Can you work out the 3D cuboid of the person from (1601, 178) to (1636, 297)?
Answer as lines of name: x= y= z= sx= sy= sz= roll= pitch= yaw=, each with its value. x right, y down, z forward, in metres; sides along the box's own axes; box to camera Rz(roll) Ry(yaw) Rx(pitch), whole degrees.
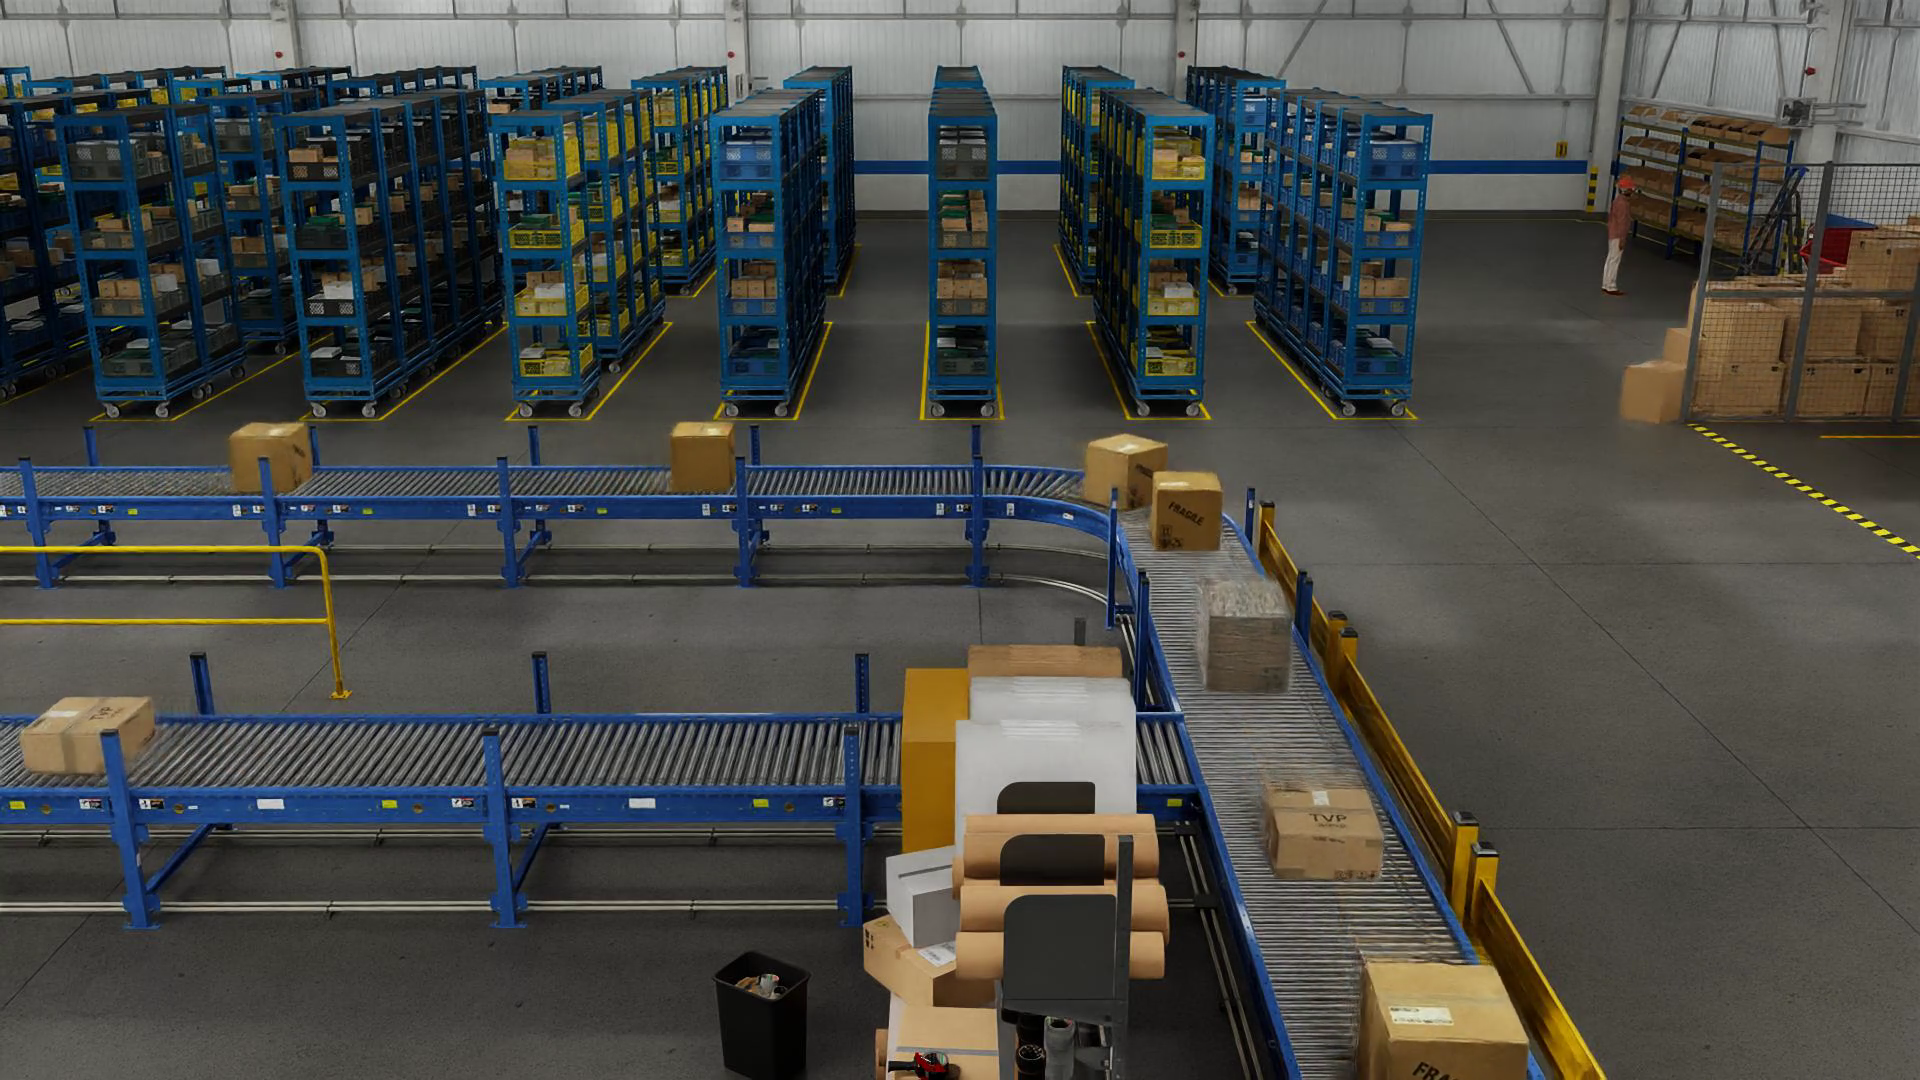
person: x=11.198 y=-5.149 z=28.274 sx=0.381 sy=1.994 sz=0.620 roll=2 pitch=18 yaw=7

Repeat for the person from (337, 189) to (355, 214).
person: x=-11.269 y=-5.857 z=30.718 sx=0.403 sy=1.827 sz=0.601 roll=-7 pitch=19 yaw=-21
